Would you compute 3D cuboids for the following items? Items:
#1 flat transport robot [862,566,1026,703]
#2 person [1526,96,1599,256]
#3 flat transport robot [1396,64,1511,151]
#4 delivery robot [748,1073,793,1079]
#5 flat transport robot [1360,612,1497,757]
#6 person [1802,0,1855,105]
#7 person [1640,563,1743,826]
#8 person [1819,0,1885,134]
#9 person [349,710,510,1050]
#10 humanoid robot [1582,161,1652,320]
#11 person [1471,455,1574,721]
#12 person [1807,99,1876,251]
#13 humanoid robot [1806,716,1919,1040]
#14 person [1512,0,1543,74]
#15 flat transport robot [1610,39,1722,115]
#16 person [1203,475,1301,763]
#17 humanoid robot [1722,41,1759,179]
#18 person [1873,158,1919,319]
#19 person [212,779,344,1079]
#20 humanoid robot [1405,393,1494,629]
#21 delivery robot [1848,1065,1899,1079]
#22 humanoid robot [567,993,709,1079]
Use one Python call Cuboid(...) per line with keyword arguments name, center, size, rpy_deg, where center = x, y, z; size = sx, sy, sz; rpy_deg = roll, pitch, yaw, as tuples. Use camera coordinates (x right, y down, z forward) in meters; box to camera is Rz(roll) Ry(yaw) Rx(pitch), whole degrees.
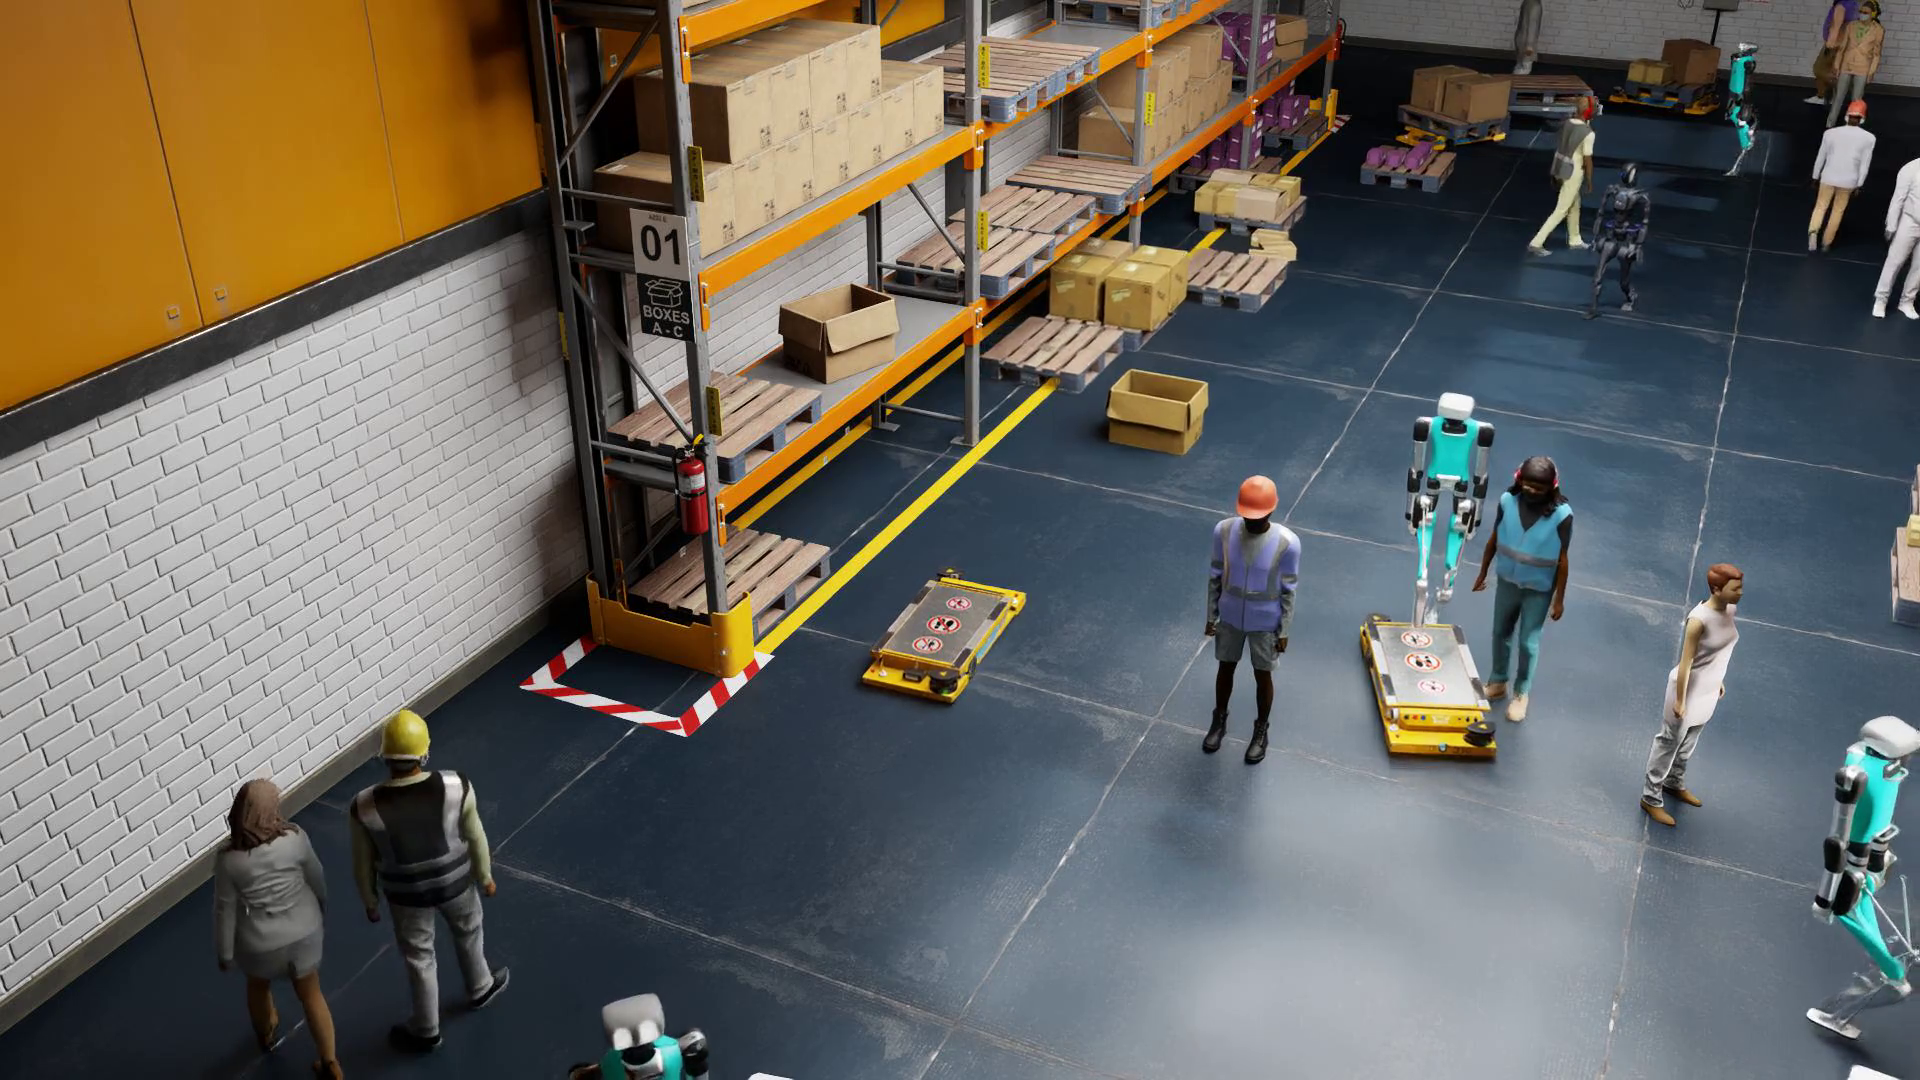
Cuboid(name="flat transport robot", center=(-0.088, 0.639, 11.544), size=(0.659, 0.231, 1.431), rpy_deg=(11, 30, 19))
Cuboid(name="person", center=(6.864, -4.088, 18.690), size=(0.872, 1.803, 0.574), rpy_deg=(-6, 29, -11))
Cuboid(name="flat transport robot", center=(6.869, -5.679, 23.259), size=(1.431, 0.231, 0.659), rpy_deg=(-15, 32, -25))
Cuboid(name="delivery robot", center=(-0.897, 2.762, 7.322), size=(0.499, 0.610, 0.788), rpy_deg=(7, 29, 12))
Cuboid(name="flat transport robot", center=(3.070, 0.939, 10.987), size=(0.659, 0.231, 1.431), rpy_deg=(2, 28, 4))
Cuboid(name="person", center=(12.994, -7.399, 24.727), size=(0.534, 1.899, 0.626), rpy_deg=(12, 31, 21))
Cuboid(name="person", center=(4.272, 0.877, 9.632), size=(0.448, 1.662, 0.283), rpy_deg=(-20, 34, -32))
Cuboid(name="person", center=(12.517, -6.585, 23.249), size=(0.566, 1.874, 0.391), rpy_deg=(24, 36, 37))
Cuboid(name="person", center=(-2.606, 1.650, 8.058), size=(0.654, 1.812, 0.437), rpy_deg=(-11, 30, -19))
Cuboid(name="humanoid robot", center=(6.763, -3.059, 16.975), size=(0.738, 1.654, 0.608), rpy_deg=(-23, 36, -36))
Cuboid(name="person", center=(3.559, 0.284, 10.536), size=(0.581, 1.858, 0.416), rpy_deg=(23, 36, 36))
Cuboid(name="person", center=(9.904, -4.073, 18.741), size=(0.559, 1.733, 0.565), rpy_deg=(18, 33, 29))
Cuboid(name="humanoid robot", center=(4.440, 1.749, 7.975), size=(0.545, 1.832, 0.708), rpy_deg=(-20, 34, -32))
Cuboid(name="person", center=(8.477, -7.456, 24.943), size=(0.448, 1.827, 0.527), rpy_deg=(-3, 28, -5))
Cuboid(name="flat transport robot", center=(10.627, -6.650, 25.059), size=(1.431, 0.231, 0.659), rpy_deg=(22, 35, 35))
Cuboid(name="person", center=(1.748, 0.476, 10.103), size=(0.543, 1.929, 0.384), rpy_deg=(13, 31, 23))
Cuboid(name="humanoid robot", center=(10.149, -5.437, 21.391), size=(0.716, 1.903, 0.540), rpy_deg=(0, 28, 0))
Cuboid(name="person", center=(9.754, -3.183, 16.917), size=(0.664, 1.904, 0.409), rpy_deg=(1, 28, 1))
Cuboid(name="person", center=(-3.236, 1.849, 7.870), size=(0.527, 1.622, 0.733), rpy_deg=(-17, 32, -28))
Cuboid(name="humanoid robot", center=(3.262, -0.028, 11.270), size=(0.547, 1.796, 0.915), rpy_deg=(7, 29, 13))
Cuboid(name="delivery robot", center=(4.347, 2.694, 7.444), size=(0.805, 0.606, 0.499), rpy_deg=(16, 32, 27))
Cuboid(name="humanoid robot", center=(-1.285, 2.434, 6.681), size=(0.531, 1.809, 0.681), rpy_deg=(-12, 31, -22))
